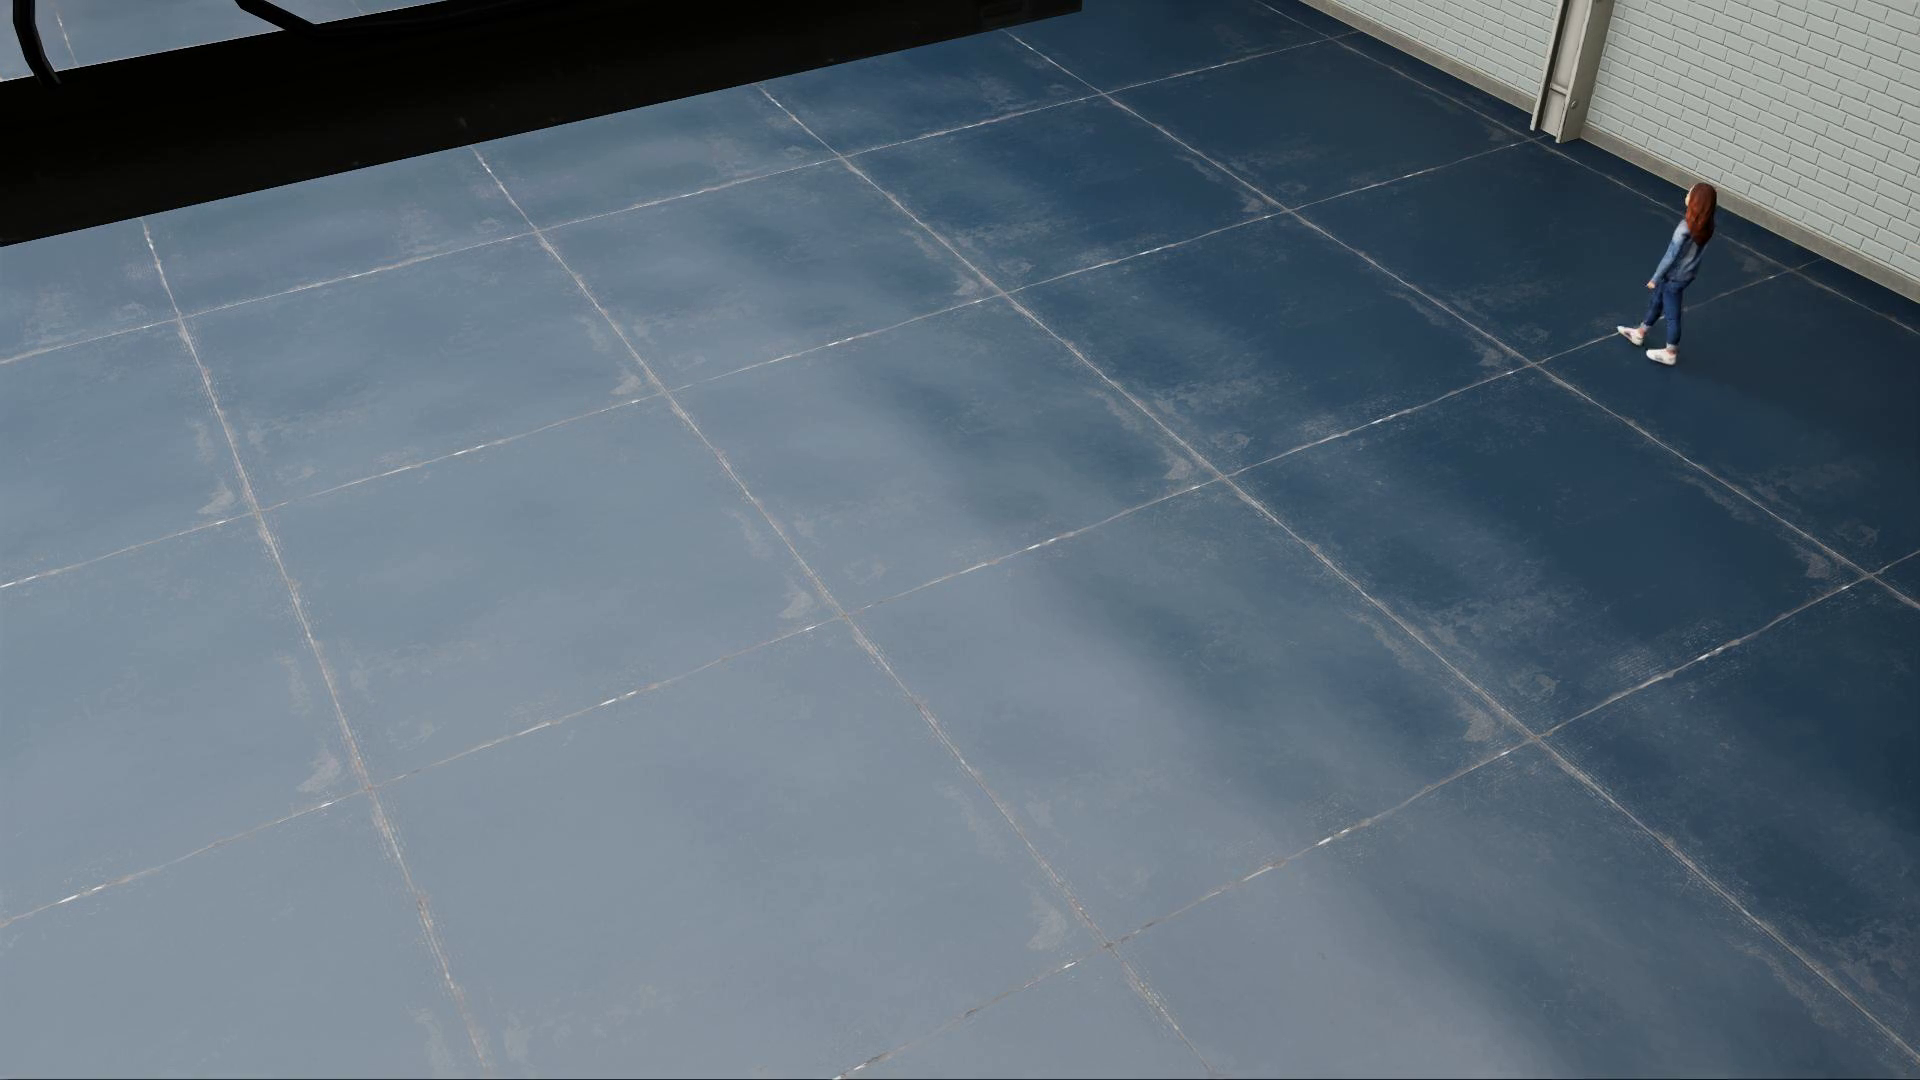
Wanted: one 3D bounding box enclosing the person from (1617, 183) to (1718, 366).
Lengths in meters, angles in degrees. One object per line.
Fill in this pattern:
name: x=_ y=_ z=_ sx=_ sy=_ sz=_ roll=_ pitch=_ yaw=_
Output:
person: x=5.476 y=-1.969 z=12.513 sx=0.699 sy=1.464 sz=0.841 roll=-31 pitch=48 yaw=-33
